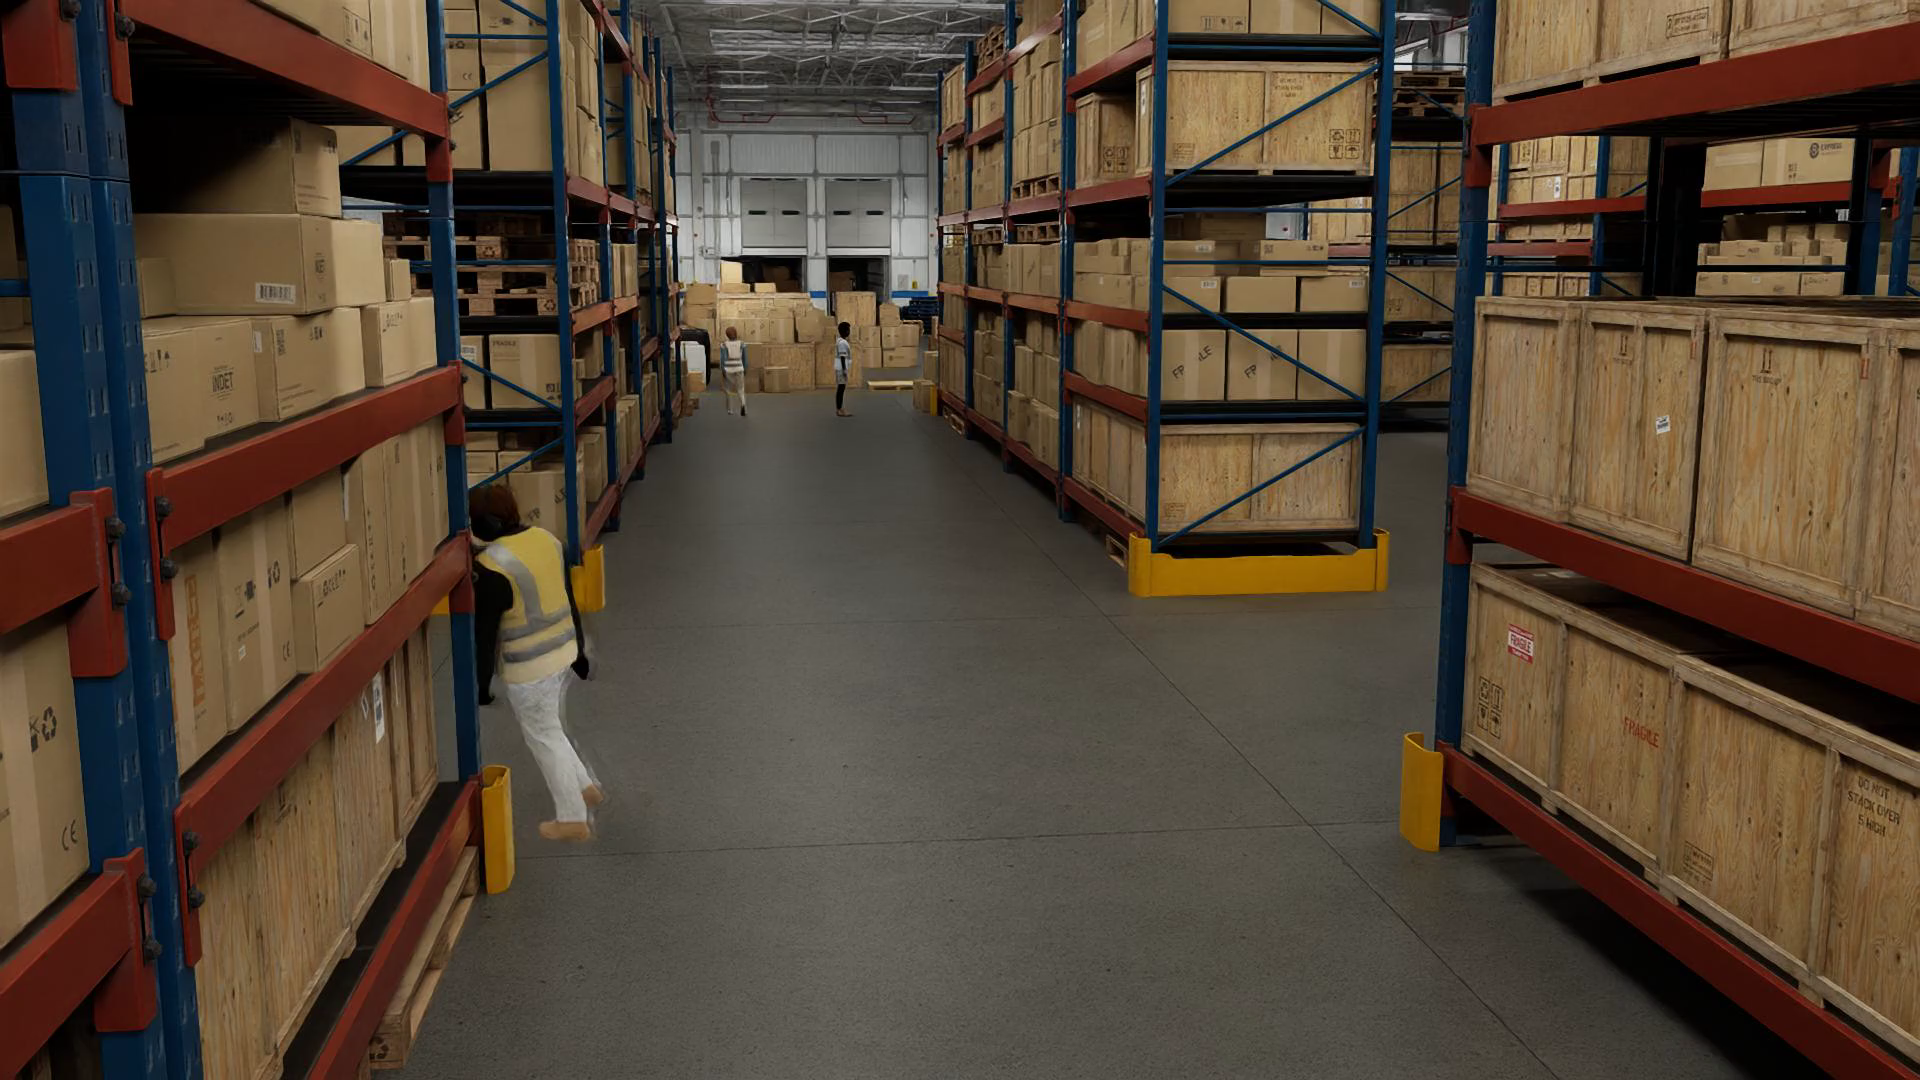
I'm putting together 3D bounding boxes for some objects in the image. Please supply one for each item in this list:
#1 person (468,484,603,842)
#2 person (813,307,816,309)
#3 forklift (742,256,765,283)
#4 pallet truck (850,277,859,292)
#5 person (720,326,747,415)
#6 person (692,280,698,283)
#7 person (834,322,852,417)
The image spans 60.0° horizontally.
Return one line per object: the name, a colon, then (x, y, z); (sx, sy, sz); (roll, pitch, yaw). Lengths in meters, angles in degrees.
person: (-2.091, 0.621, 8.099); (0.567, 1.800, 0.642); (2, 10, 12)
person: (-3.635, -4.847, 40.355); (0.867, 1.653, 0.538); (-3, 10, -19)
forklift: (-7.283, -8.633, 58.827); (1.873, 2.768, 1.129); (-9, 14, -44)
pallet truck: (-3.782, -9.391, 65.808); (1.885, 1.965, 0.823); (2, 10, 10)
person: (-4.063, -3.045, 29.990); (0.502, 1.614, 0.761); (-3, 10, -16)
person: (-10.004, -8.852, 62.898); (0.585, 1.918, 0.382); (-1, 10, -5)
person: (-2.097, -3.063, 29.835); (0.320, 1.697, 0.537); (-1, 10, -5)
